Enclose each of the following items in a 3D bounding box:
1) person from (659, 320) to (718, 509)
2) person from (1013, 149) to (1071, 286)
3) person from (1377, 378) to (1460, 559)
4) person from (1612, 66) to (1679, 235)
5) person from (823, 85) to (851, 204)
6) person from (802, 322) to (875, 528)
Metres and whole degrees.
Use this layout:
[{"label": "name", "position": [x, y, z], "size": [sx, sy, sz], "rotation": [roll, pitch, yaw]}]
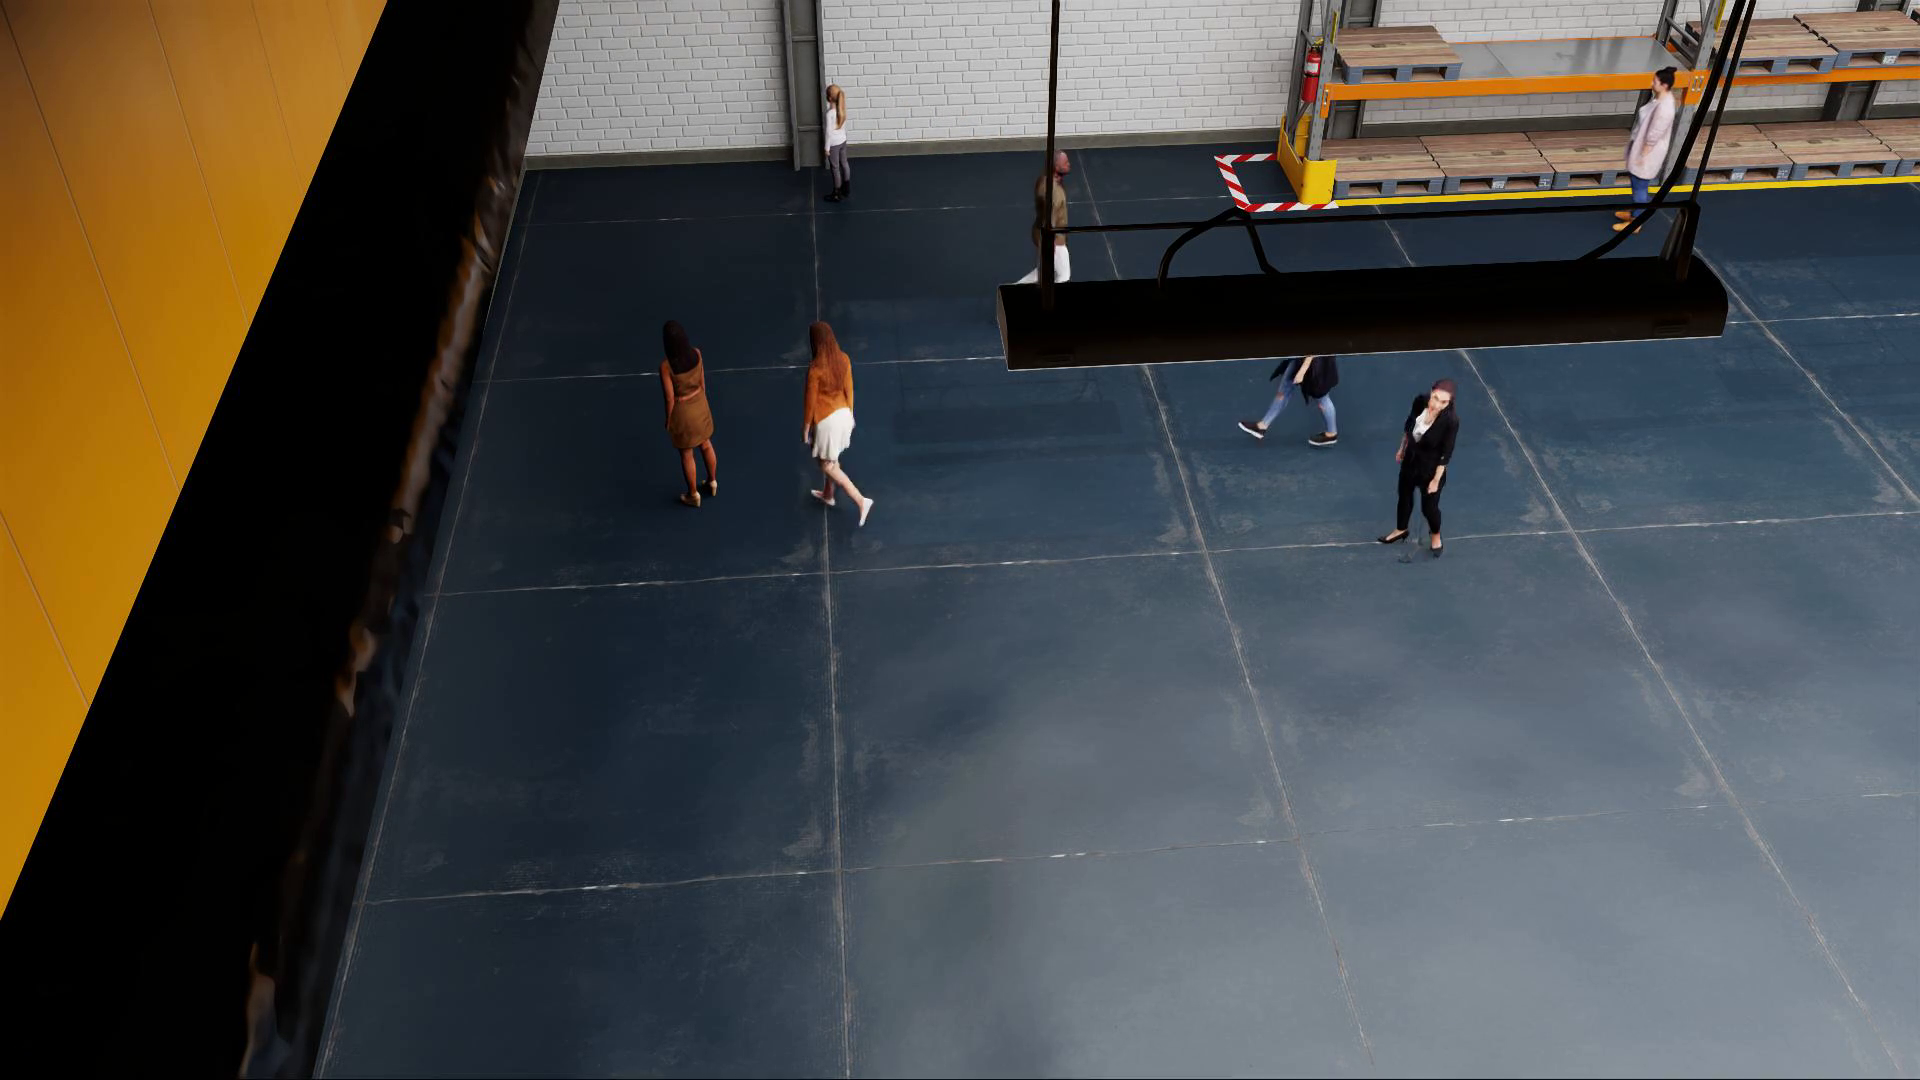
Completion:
[{"label": "person", "position": [-2.161, -1.002, 13.225], "size": [0.693, 1.686, 0.626], "rotation": [30, 47, 32]}, {"label": "person", "position": [0.761, -2.761, 15.341], "size": [0.977, 1.793, 0.720], "rotation": [-3, 39, -4]}, {"label": "person", "position": [3.555, -0.571, 12.717], "size": [0.765, 1.645, 0.748], "rotation": [-11, 40, -14]}, {"label": "person", "position": [7.019, -3.983, 16.912], "size": [0.784, 1.741, 0.794], "rotation": [13, 40, 15]}, {"label": "person", "position": [-1.298, -4.198, 17.553], "size": [0.629, 1.279, 0.581], "rotation": [21, 43, 24]}, {"label": "person", "position": [-0.957, -0.882, 13.073], "size": [1.088, 1.688, 1.028], "rotation": [24, 44, 27]}]
